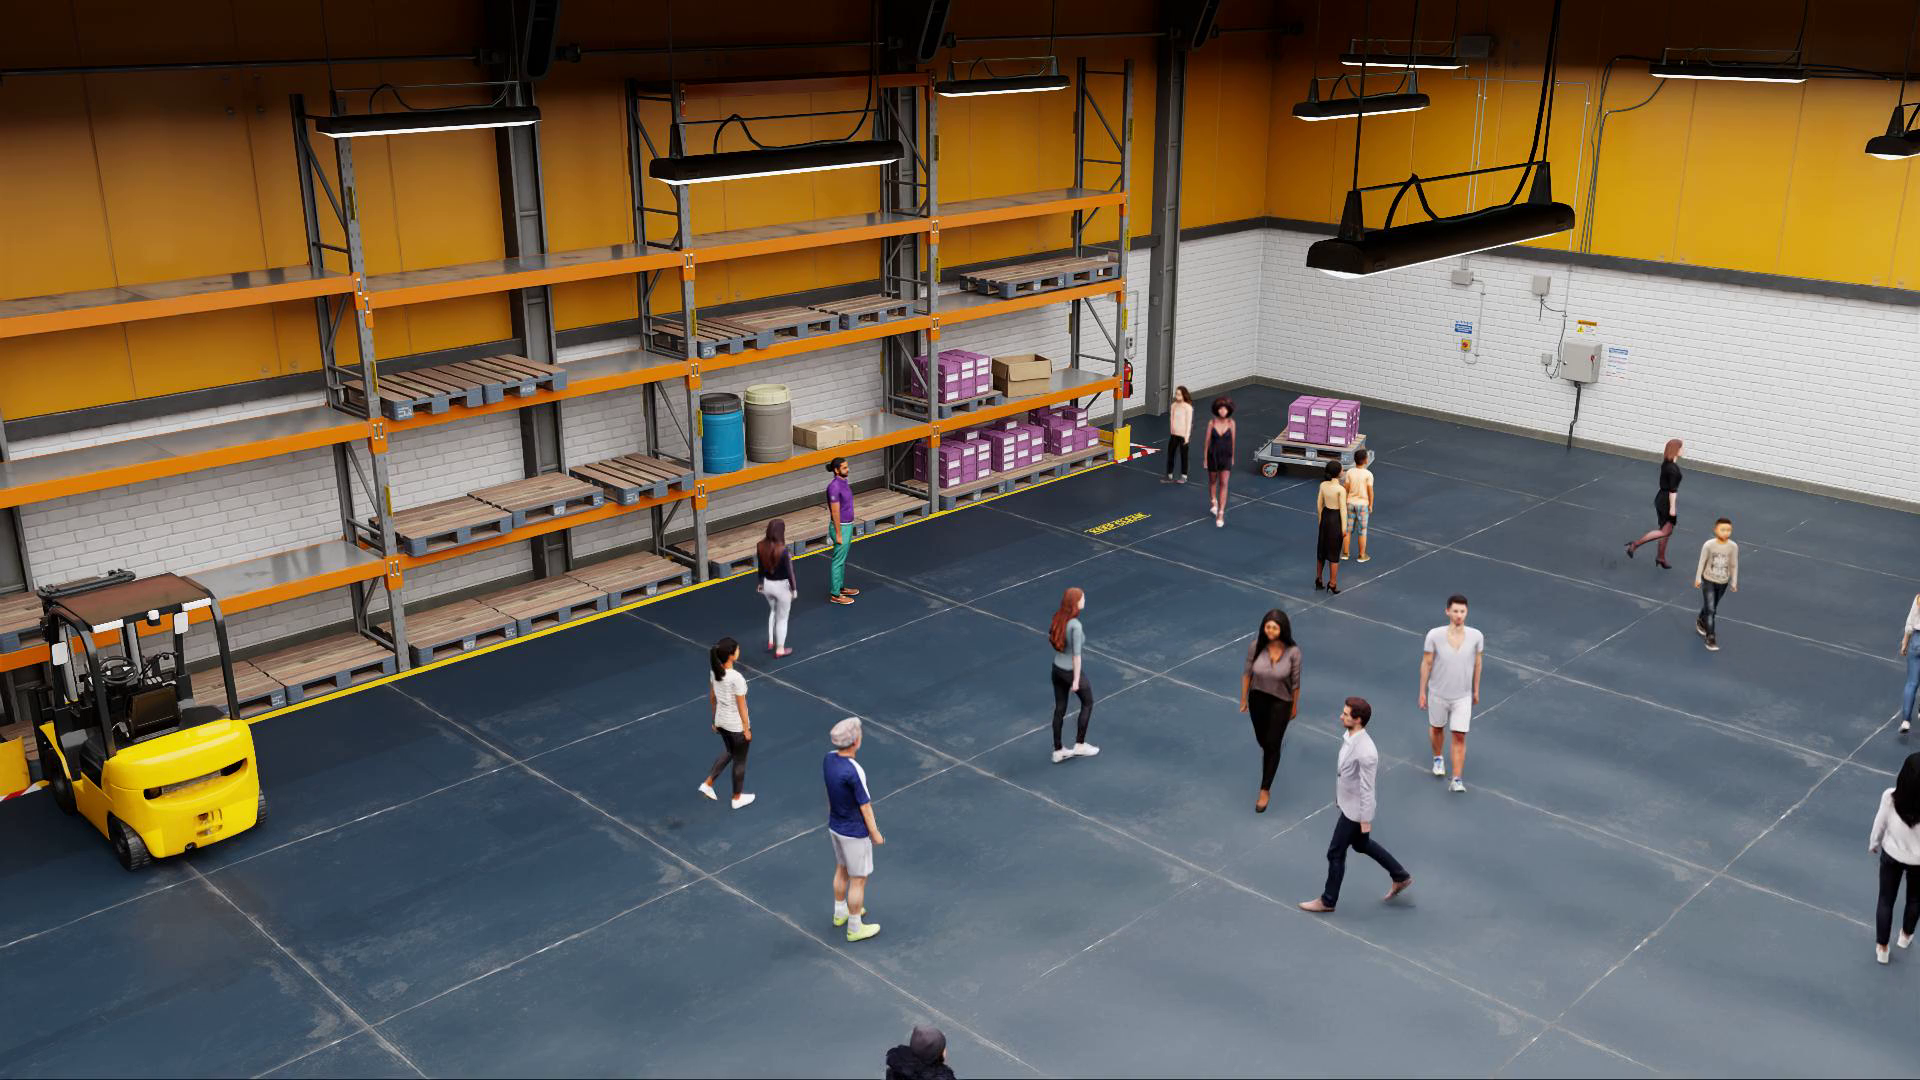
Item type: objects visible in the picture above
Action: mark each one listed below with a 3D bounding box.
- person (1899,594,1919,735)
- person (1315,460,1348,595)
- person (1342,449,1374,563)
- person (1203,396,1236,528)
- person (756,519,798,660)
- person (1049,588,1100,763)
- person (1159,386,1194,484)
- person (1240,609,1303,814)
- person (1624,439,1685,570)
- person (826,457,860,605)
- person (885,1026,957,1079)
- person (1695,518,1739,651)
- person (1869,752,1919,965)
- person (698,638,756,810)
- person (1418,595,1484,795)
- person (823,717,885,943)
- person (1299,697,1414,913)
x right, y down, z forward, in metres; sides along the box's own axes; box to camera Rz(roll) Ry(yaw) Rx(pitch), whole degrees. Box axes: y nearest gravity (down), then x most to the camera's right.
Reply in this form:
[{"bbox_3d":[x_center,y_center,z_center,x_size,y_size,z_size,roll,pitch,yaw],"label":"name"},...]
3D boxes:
[{"bbox_3d":[9.452,1.102,16.263,0.749,1.695,1.174,11,22,30],"label":"person"},{"bbox_3d":[4.483,-0.164,20.090,0.571,1.652,0.596,-14,23,-35],"label":"person"},{"bbox_3d":[5.076,-0.448,21.232,0.572,1.461,0.552,10,21,28],"label":"person"},{"bbox_3d":[3.533,-1.097,22.719,0.987,1.743,1.137,2,19,7],"label":"person"},{"bbox_3d":[-2.018,0.550,18.049,0.662,1.602,0.640,12,22,31],"label":"person"},{"bbox_3d":[0.950,1.288,15.659,0.757,1.729,0.682,-11,21,-29],"label":"person"},{"bbox_3d":[3.292,-1.548,24.493,0.590,1.466,0.694,15,24,38],"label":"person"},{"bbox_3d":[2.819,1.474,14.994,0.919,1.800,1.236,9,20,24],"label":"person"},{"bbox_3d":[8.746,-0.428,20.819,0.906,1.687,0.894,4,19,11],"label":"person"},{"bbox_3d":[-1.430,-0.136,19.827,0.787,1.768,0.700,3,19,8],"label":"person"},{"bbox_3d":[-0.269,3.464,9.295,0.668,1.667,0.665,-17,25,-40],"label":"person"},{"bbox_3d":[8.433,0.445,18.621,0.964,1.436,1.035,1,19,2],"label":"person"},{"bbox_3d":[7.050,2.400,12.420,0.744,1.689,0.857,12,22,31],"label":"person"},{"bbox_3d":[-2.080,1.656,14.715,0.757,1.634,0.580,-16,24,-39],"label":"person"},{"bbox_3d":[4.501,1.355,15.316,1.094,1.820,1.236,3,19,10],"label":"person"},{"bbox_3d":[-0.853,2.218,12.732,0.660,1.834,0.674,-13,23,-34],"label":"person"},{"bbox_3d":[3.206,2.106,13.087,1.228,1.820,1.175,1,19,2],"label":"person"}]
